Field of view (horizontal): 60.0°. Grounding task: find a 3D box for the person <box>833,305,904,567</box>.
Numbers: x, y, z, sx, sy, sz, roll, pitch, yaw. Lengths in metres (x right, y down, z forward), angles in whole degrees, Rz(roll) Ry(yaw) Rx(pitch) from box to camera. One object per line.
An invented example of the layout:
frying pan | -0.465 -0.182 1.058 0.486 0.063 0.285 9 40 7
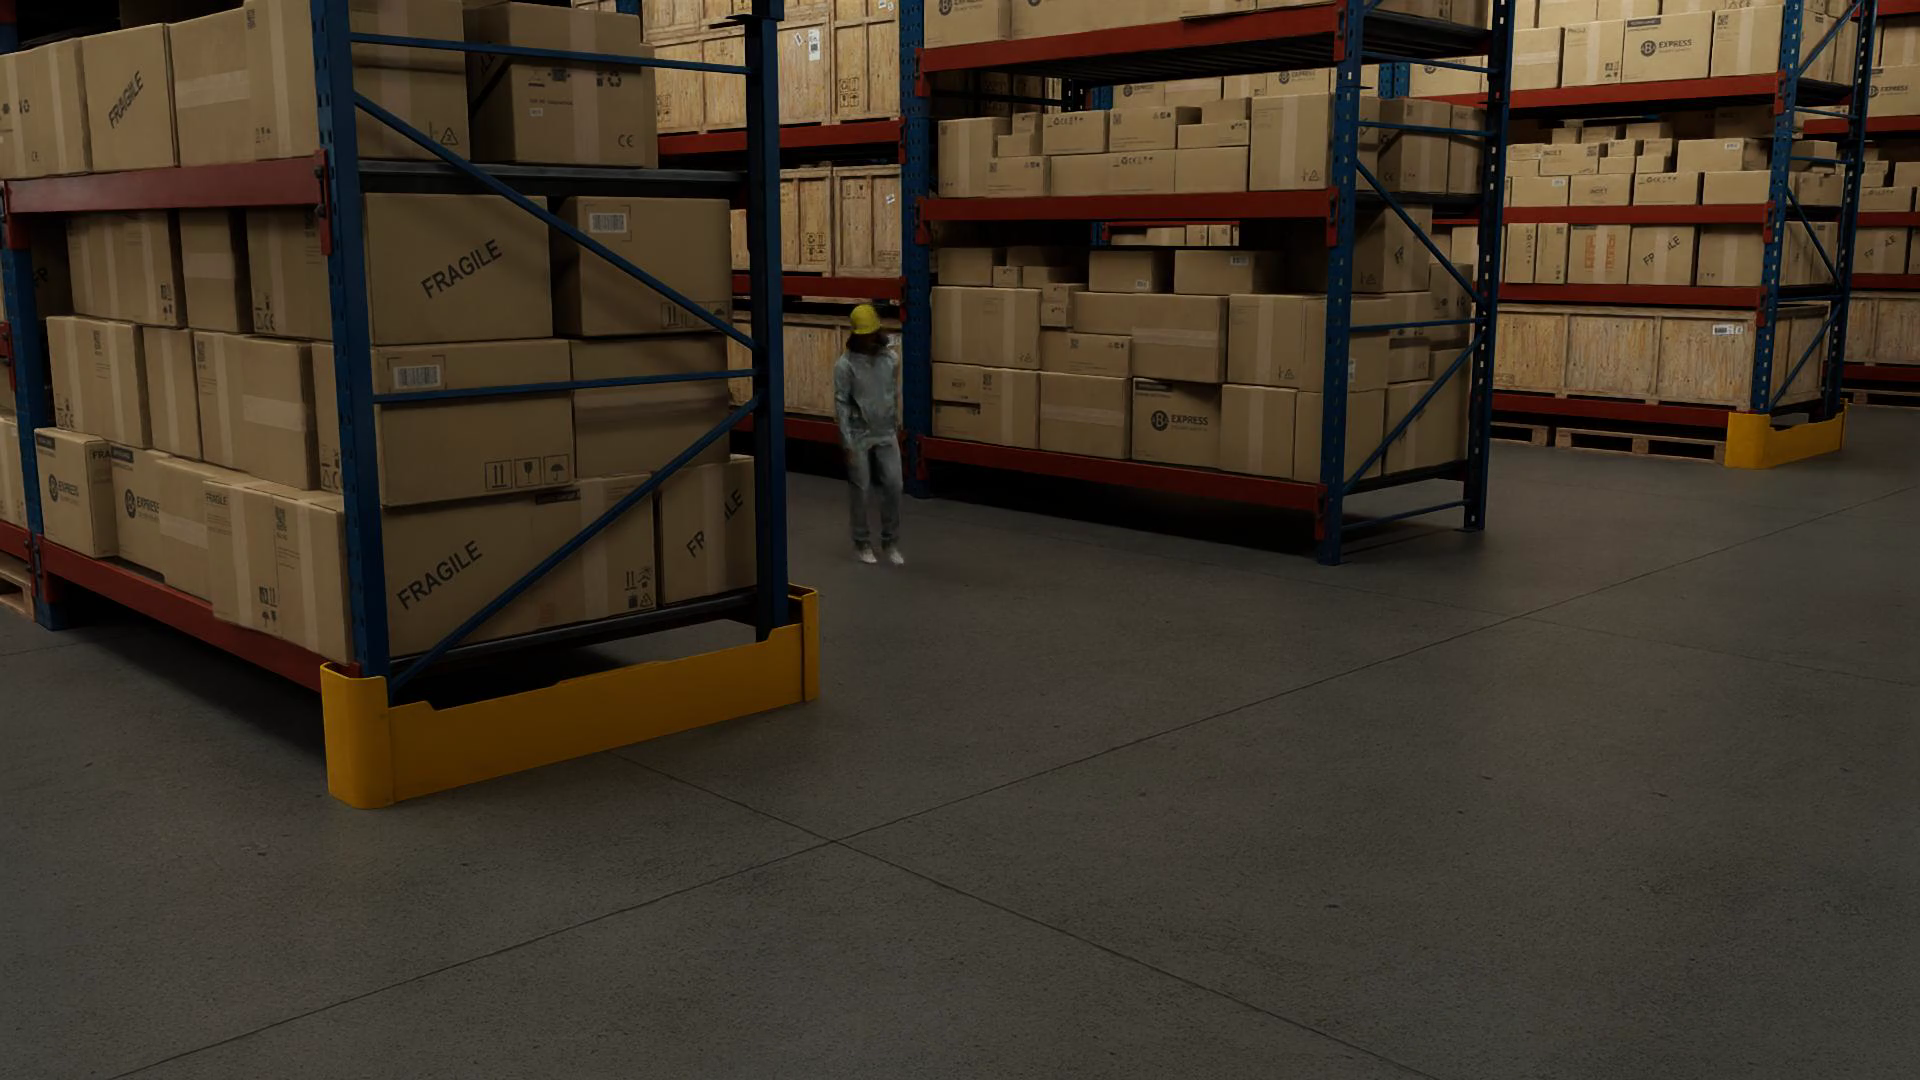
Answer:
person | -0.593 -0.659 10.660 0.510 1.690 0.581 -5 12 -28

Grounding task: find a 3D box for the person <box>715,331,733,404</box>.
person | -2.258 -1.304 13.939 0.876 1.801 0.593 10 14 43
